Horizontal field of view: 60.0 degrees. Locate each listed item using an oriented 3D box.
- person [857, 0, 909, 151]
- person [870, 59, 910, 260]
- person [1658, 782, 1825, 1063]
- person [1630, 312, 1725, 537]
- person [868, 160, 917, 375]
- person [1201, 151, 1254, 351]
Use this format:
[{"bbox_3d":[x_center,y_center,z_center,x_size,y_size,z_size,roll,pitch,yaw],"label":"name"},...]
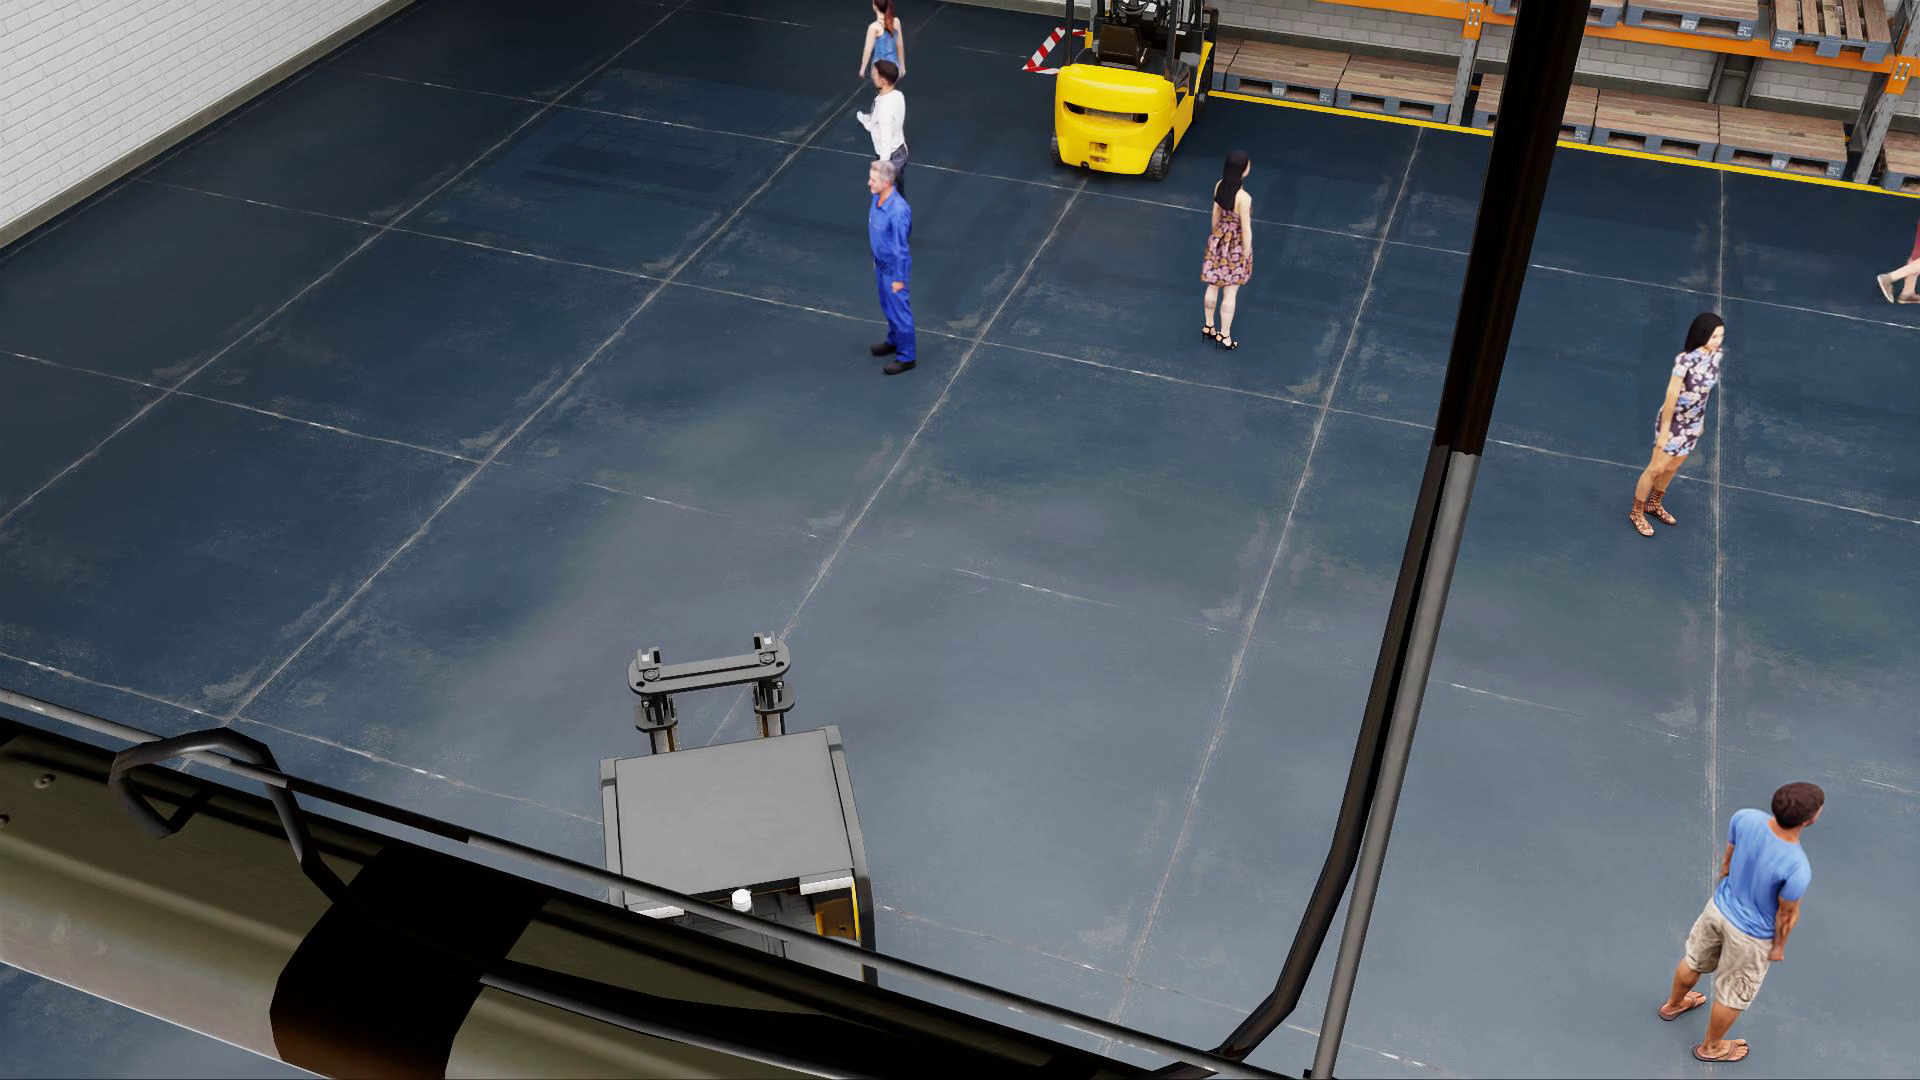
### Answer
[{"bbox_3d":[-0.712,-4.691,16.793,0.873,1.564,1.140,-32,48,-33],"label":"person"},{"bbox_3d":[-0.614,-3.414,14.952,0.586,1.867,0.617,11,40,13],"label":"person"},{"bbox_3d":[3.921,1.889,8.313,0.781,1.864,0.738,-13,40,-16],"label":"person"},{"bbox_3d":[5.118,-0.835,11.829,0.673,1.733,0.715,-20,43,-23],"label":"person"},{"bbox_3d":[-0.541,-2.239,13.514,0.824,1.825,0.777,-15,41,-18],"label":"person"},{"bbox_3d":[2.223,-2.390,13.743,0.862,1.774,0.788,-23,44,-26],"label":"person"}]
